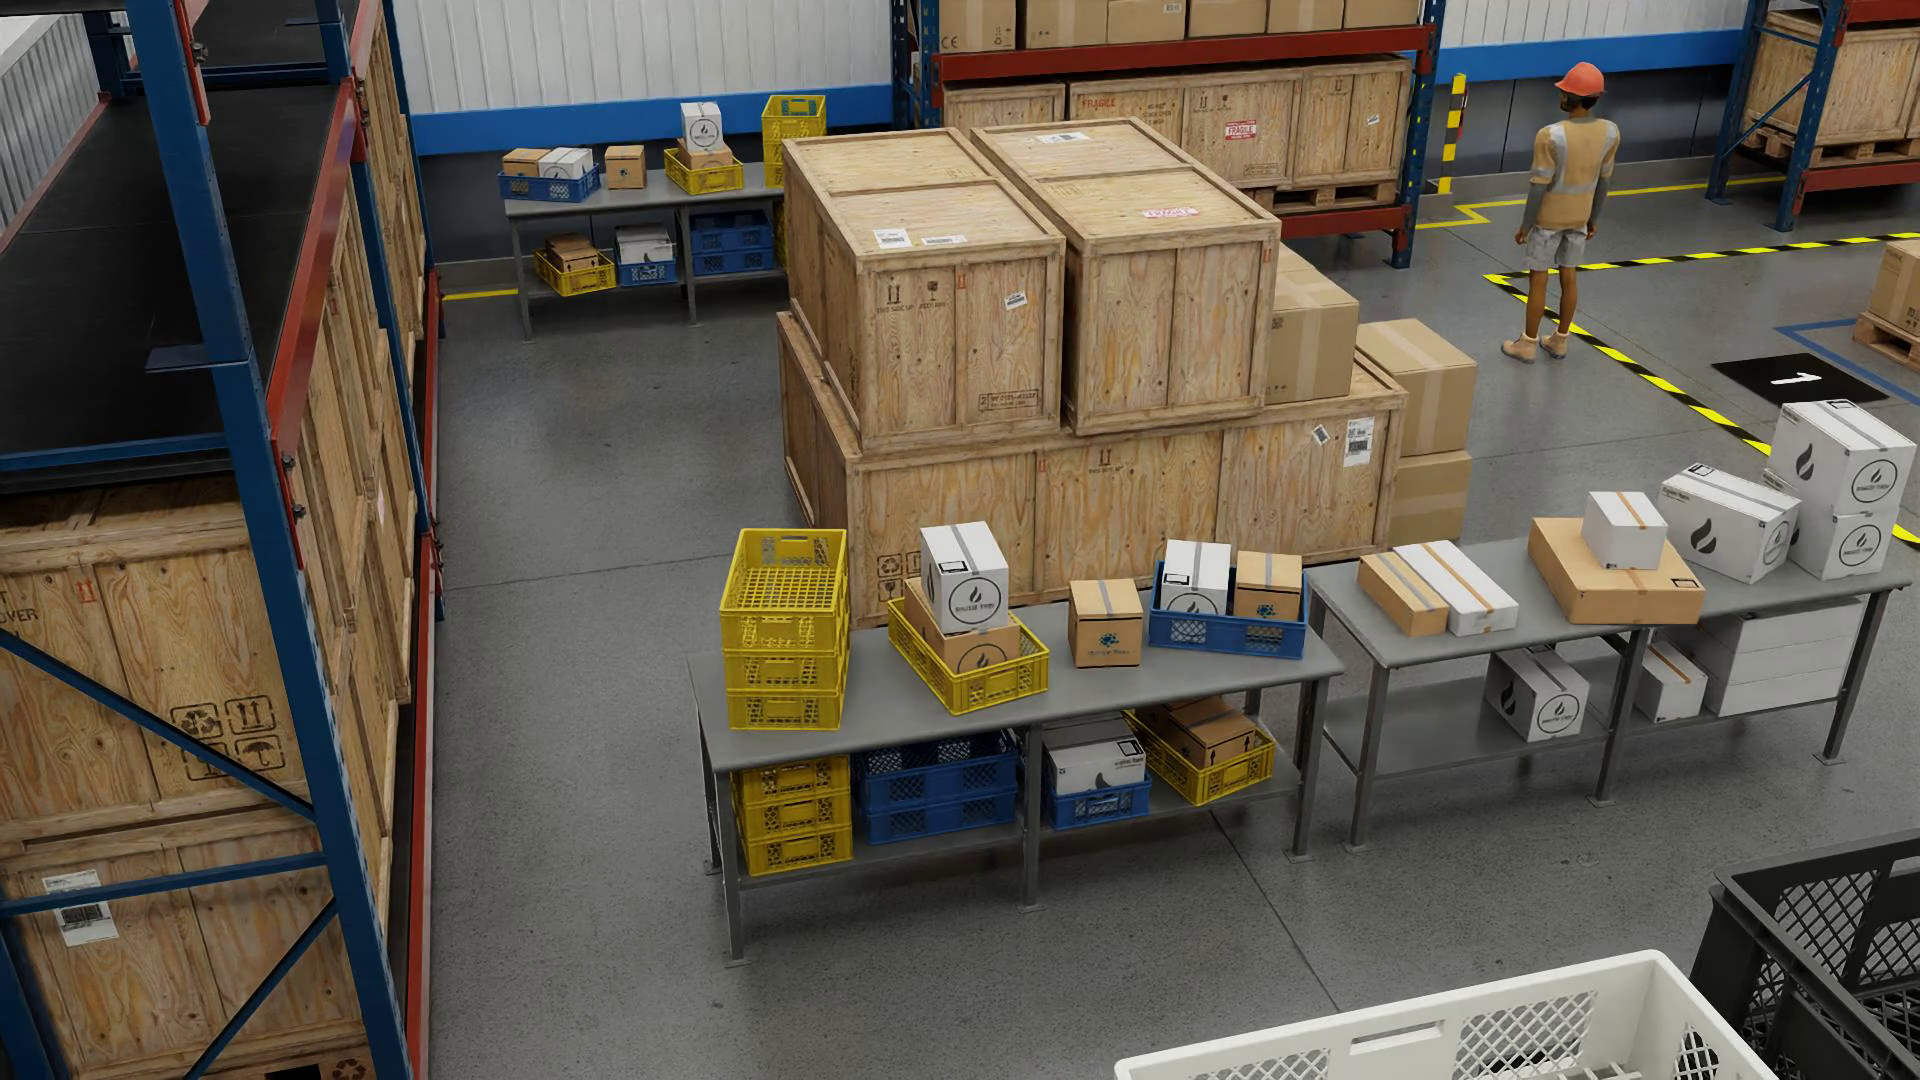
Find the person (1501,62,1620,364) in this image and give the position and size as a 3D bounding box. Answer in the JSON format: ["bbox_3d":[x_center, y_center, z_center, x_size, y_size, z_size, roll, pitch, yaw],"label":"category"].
[{"bbox_3d":[4.057,-2.191,11.251,0.613,2.047,0.356,-8,30,-14],"label":"person"}]
